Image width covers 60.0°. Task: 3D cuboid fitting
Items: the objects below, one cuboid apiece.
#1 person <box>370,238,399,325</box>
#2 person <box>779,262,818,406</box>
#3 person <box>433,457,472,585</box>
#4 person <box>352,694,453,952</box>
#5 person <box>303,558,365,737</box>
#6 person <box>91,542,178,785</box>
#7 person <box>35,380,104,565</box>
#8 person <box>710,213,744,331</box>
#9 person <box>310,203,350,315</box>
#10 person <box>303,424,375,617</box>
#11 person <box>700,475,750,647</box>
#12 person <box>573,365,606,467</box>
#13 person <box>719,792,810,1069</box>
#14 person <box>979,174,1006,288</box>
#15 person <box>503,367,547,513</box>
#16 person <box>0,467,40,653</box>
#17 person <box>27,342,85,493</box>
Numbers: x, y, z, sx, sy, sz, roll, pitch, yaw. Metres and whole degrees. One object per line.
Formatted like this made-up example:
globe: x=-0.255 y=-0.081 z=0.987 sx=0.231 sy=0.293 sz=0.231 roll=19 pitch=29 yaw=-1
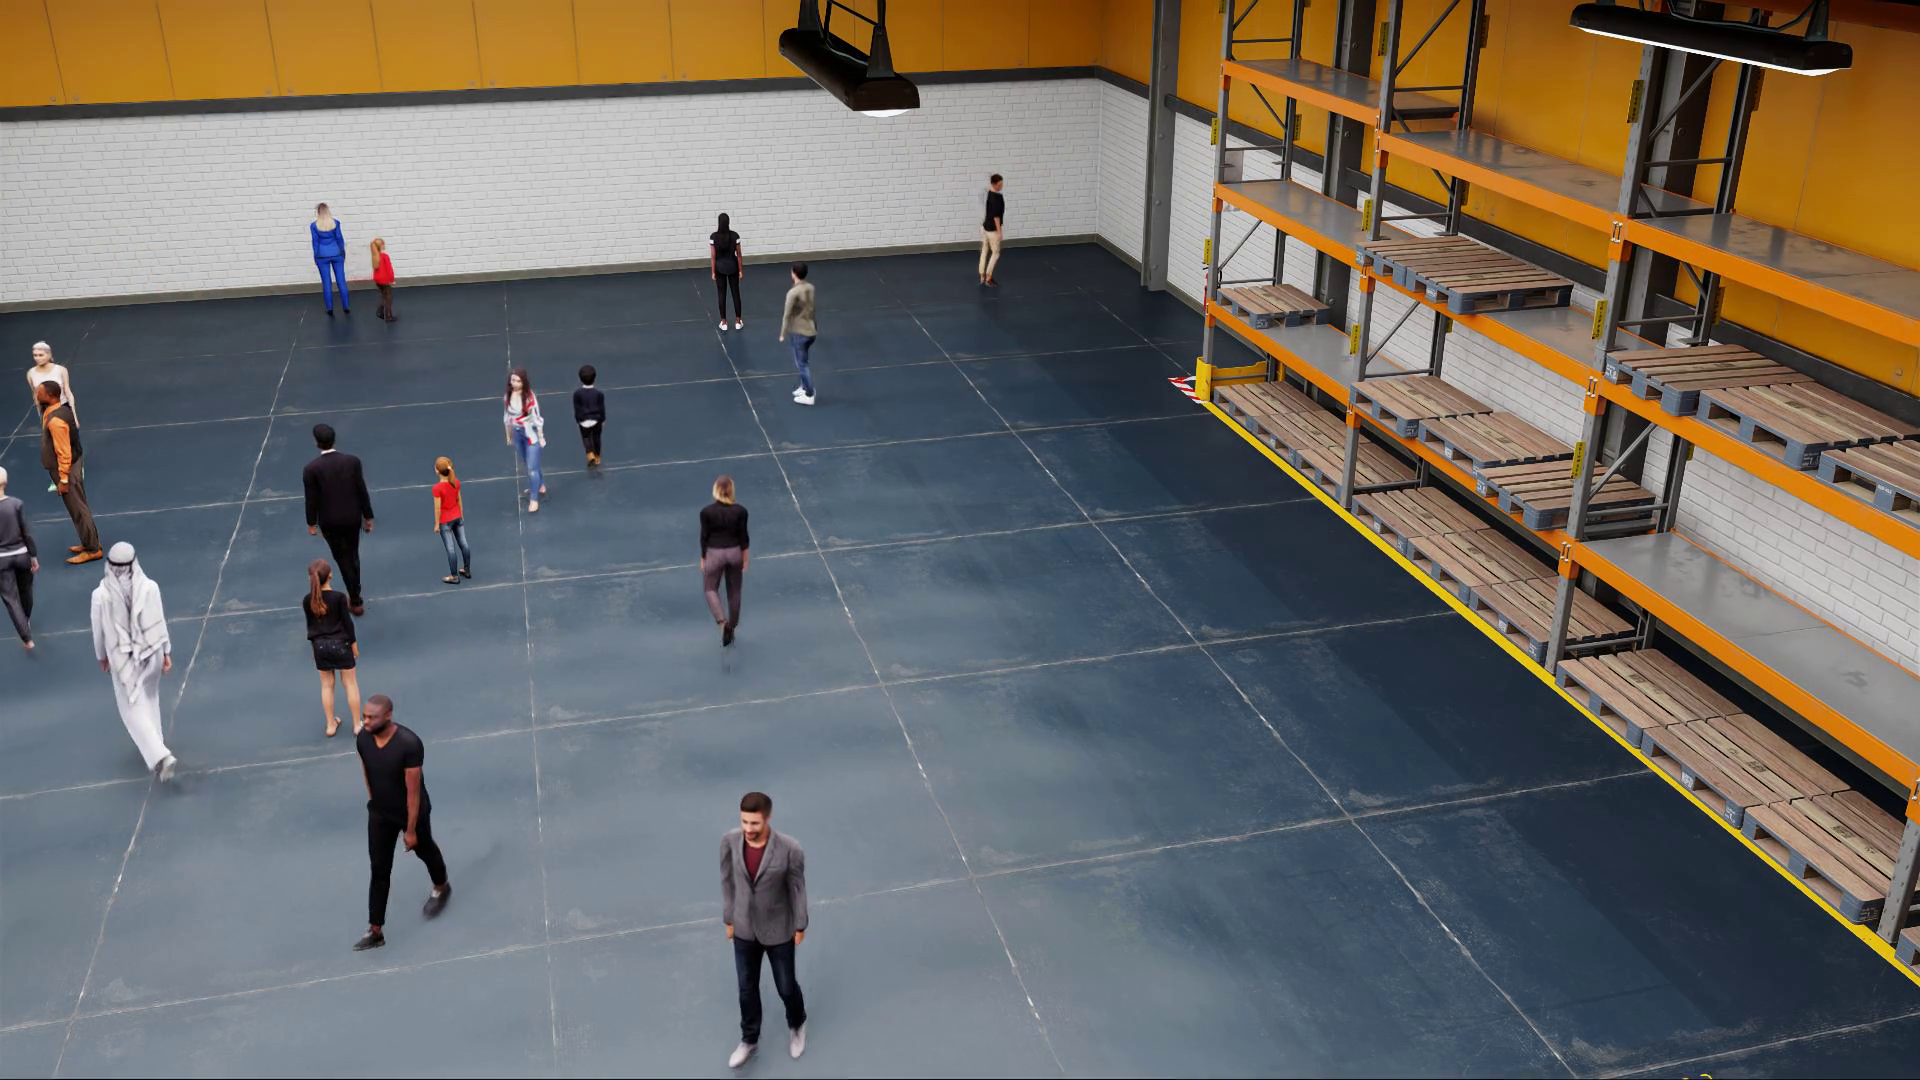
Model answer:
person: x=-8.658 y=-3.866 z=24.840 sx=0.598 sy=1.278 sz=0.662 roll=15 pitch=28 yaw=31
person: x=-1.948 y=-2.622 z=21.276 sx=0.903 sy=1.853 sz=0.836 roll=11 pitch=26 yaw=24
person: x=-5.026 y=-0.205 z=16.425 sx=0.629 sy=1.311 sz=0.574 roll=16 pitch=28 yaw=32
person: x=-3.708 y=1.818 z=11.221 sx=1.062 sy=1.773 sz=1.269 roll=7 pitch=24 yaw=15
person: x=-5.151 y=0.874 z=13.654 sx=0.569 sy=1.553 sz=0.583 roll=-1 pitch=24 yaw=-3
person: x=-6.411 y=0.978 z=13.001 sx=1.036 sy=1.885 sz=1.287 roll=-20 pitch=31 yaw=-39
person: x=-9.017 y=-0.707 z=16.827 sx=0.782 sy=1.909 sz=0.591 roll=-10 pitch=26 yaw=-22
person: x=-3.438 y=-3.965 z=24.506 sx=0.617 sy=1.729 sz=0.557 roll=-5 pitch=24 yaw=-11
person: x=-9.562 y=-4.271 z=25.239 sx=0.708 sy=1.702 sz=0.730 roll=-13 pitch=27 yaw=-27
person: x=-5.799 y=-0.162 z=15.641 sx=0.877 sy=1.860 sz=0.927 roll=-17 pitch=29 yaw=-34
person: x=-2.114 y=0.233 z=14.986 sx=0.614 sy=1.661 sz=0.749 roll=-7 pitch=25 yaw=-16
person: x=-4.298 y=-1.420 z=19.323 sx=0.503 sy=1.216 sz=0.653 roll=-7 pitch=24 yaw=-15
person: x=-1.171 y=2.298 z=9.998 sx=0.844 sy=1.871 sz=0.893 roll=6 pitch=24 yaw=14
person: x=0.482 y=-4.994 z=26.747 sx=0.861 sy=1.818 sz=0.554 roll=-10 pitch=26 yaw=-22
person: x=-4.740 y=-1.147 z=18.238 sx=0.885 sy=1.585 sz=0.961 roll=13 pitch=27 yaw=26
person: x=-8.575 y=0.199 z=15.031 sx=0.924 sy=1.687 sz=1.225 roll=-17 pitch=29 yaw=-34
person: x=-10.166 y=-1.446 z=18.815 sx=0.641 sy=1.671 sz=0.999 roll=-6 pitch=24 yaw=-13
